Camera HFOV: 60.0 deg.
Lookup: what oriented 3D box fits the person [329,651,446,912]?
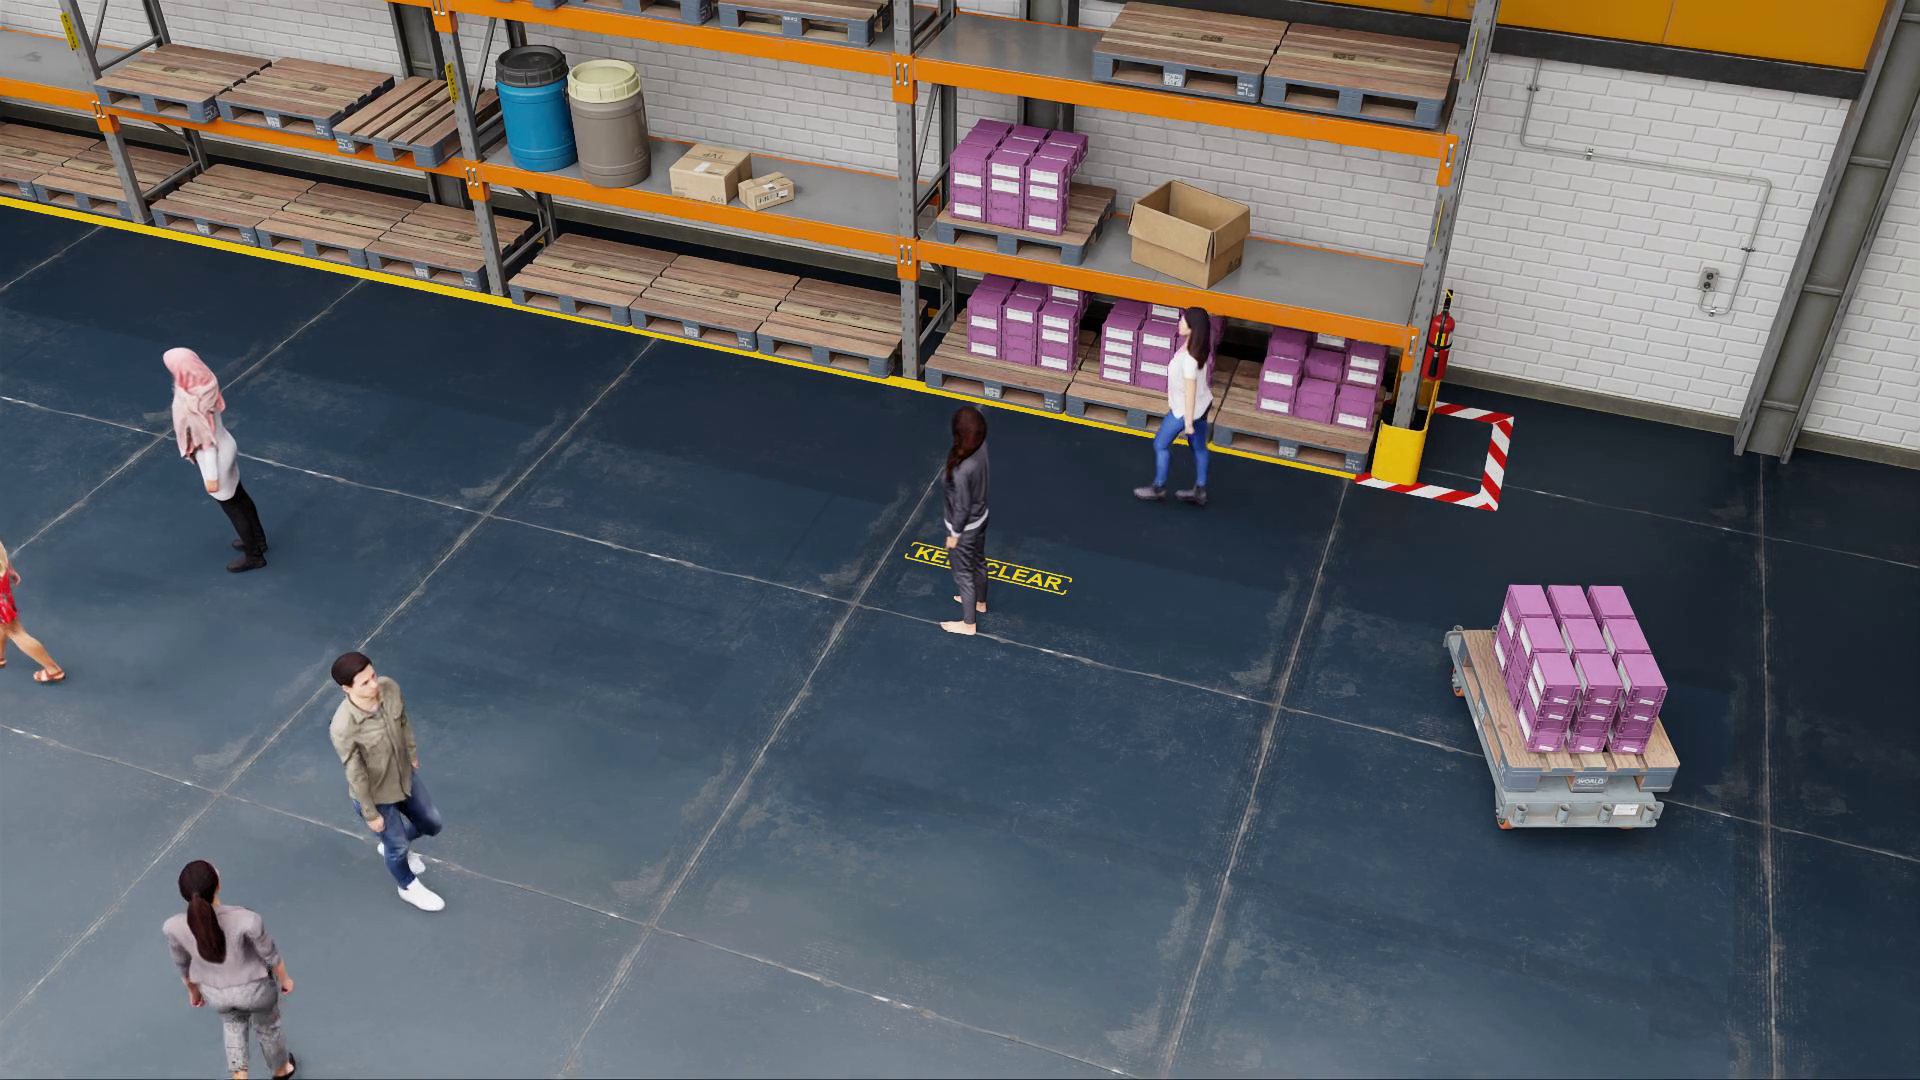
[{"bbox_3d":[-3.225,1.313,9.122,0.745,1.852,0.722,16,41,19],"label":"person"}]

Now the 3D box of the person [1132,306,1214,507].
[{"bbox_3d":[1.749,-0.918,12.065,0.786,1.665,0.644,17,42,20],"label":"person"}]

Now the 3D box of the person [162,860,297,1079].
[{"bbox_3d":[-3.538,2.248,8.100,0.773,1.666,0.832,-2,39,-3],"label":"person"}]

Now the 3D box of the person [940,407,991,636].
[{"bbox_3d":[0.056,-0.138,11.007,0.502,1.767,0.606,13,41,16],"label":"person"}]

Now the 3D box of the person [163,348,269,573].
[{"bbox_3d":[-5.134,-0.566,11.514,0.741,1.803,0.728,-4,39,-5],"label":"person"}]

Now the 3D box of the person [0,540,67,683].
[{"bbox_3d":[-6.120,0.324,10.591,0.968,1.564,0.717,4,39,5],"label":"person"}]
